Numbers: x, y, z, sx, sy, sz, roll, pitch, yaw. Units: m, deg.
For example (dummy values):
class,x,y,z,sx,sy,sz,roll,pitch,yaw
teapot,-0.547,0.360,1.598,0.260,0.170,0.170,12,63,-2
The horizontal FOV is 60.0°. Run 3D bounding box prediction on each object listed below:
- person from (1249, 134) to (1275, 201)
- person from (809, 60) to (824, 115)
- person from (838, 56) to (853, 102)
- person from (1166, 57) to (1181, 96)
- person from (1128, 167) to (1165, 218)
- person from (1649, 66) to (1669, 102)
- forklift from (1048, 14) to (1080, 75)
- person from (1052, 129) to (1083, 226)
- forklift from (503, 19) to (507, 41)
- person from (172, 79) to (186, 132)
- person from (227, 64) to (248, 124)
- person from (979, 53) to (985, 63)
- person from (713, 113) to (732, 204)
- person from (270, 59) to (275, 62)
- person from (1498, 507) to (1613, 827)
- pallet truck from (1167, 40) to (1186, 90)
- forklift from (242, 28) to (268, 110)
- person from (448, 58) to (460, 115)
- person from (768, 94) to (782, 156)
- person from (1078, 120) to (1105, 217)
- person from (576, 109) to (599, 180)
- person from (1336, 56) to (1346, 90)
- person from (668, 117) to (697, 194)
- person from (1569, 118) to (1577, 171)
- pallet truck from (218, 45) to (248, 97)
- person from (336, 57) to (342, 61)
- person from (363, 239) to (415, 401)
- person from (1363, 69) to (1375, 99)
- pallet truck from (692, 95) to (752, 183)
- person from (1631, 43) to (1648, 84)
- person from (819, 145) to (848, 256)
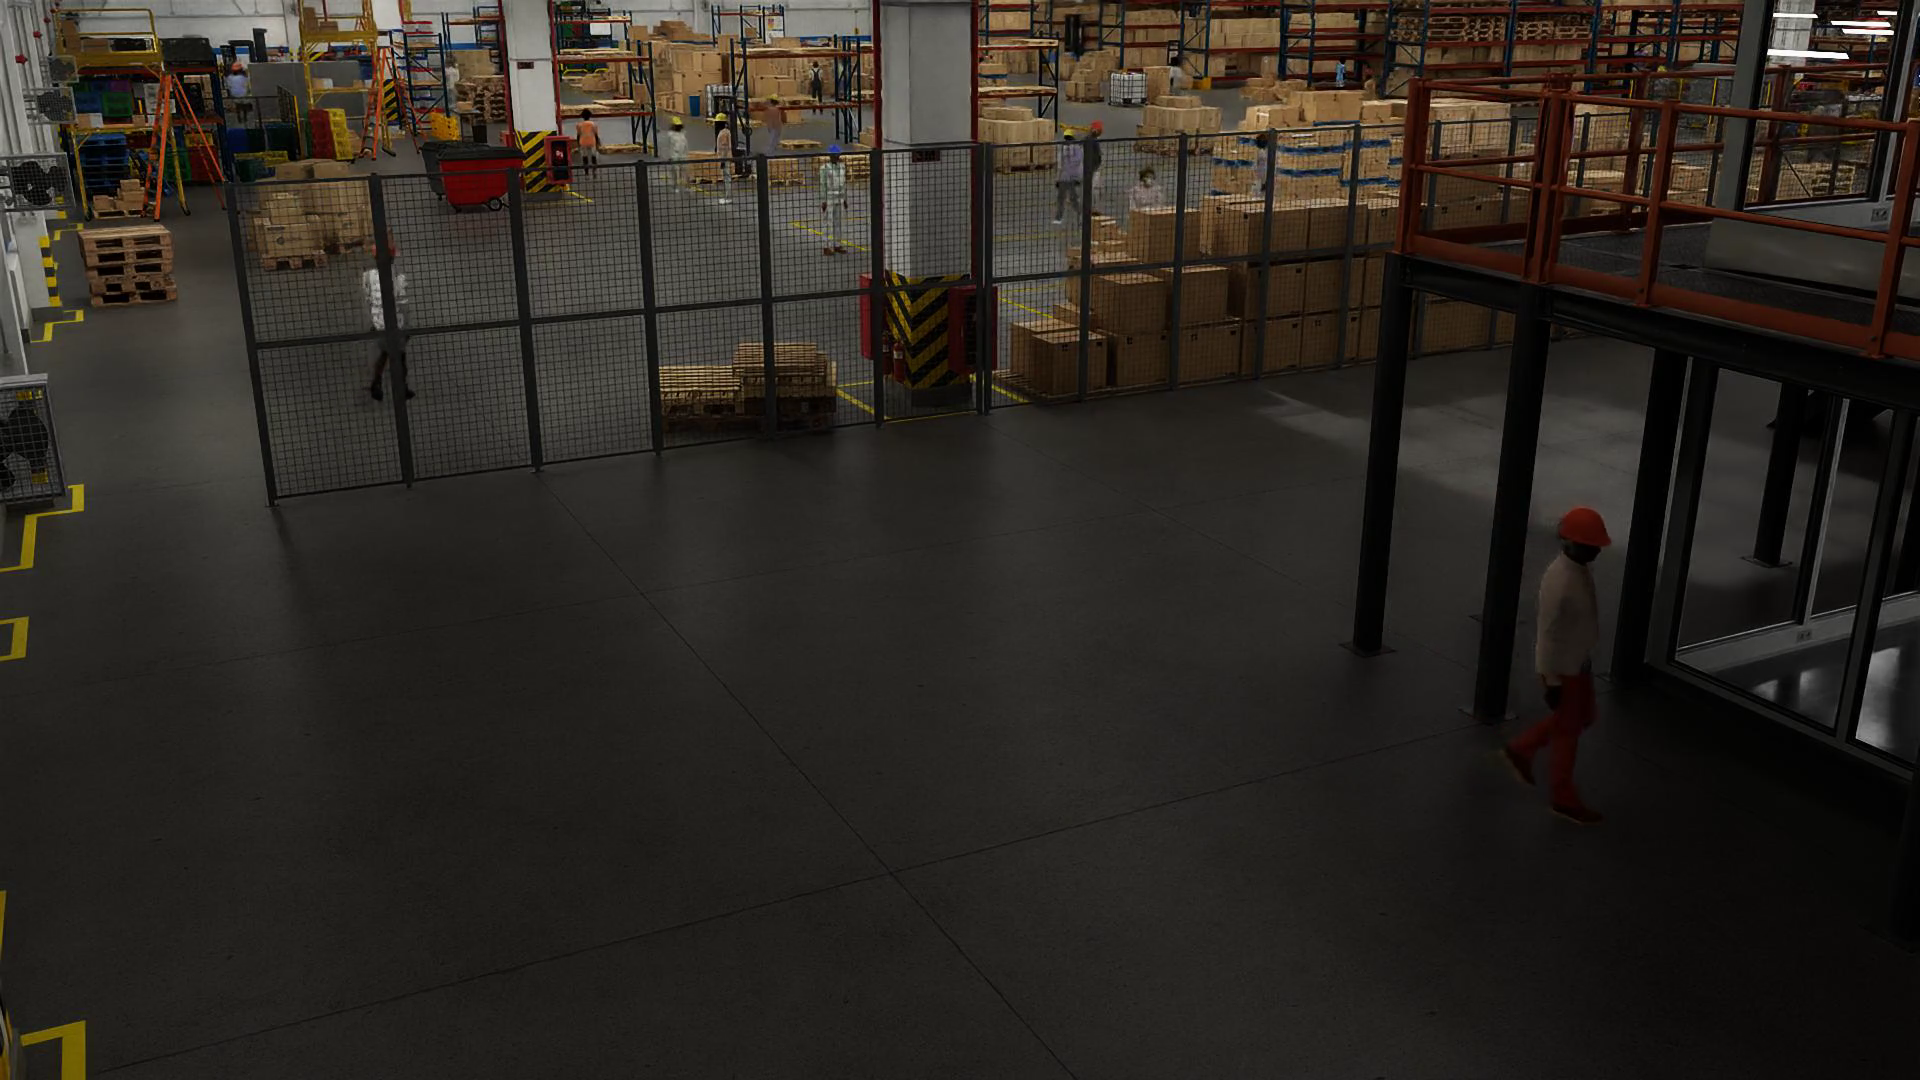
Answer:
class,x,y,z,sx,sy,sz,roll,pitch,yaw
person,5.950,-7.183,33.140,0.968,1.788,0.655,8,20,21
person,-4.994,-15.734,57.842,0.504,1.847,0.344,-3,19,-8
person,-4.209,-16.843,60.963,0.619,1.902,0.473,-7,20,-20
person,7.609,-16.057,58.660,0.966,1.931,0.610,17,25,41
person,2.959,-5.020,26.664,0.637,1.925,0.603,-7,20,-20
person,23.095,-14.794,55.168,0.678,1.805,0.596,-11,22,-28
forklift,5.198,-23.200,77.924,1.873,2.768,1.129,-9,21,-25
person,2.201,-7.202,33.060,0.645,1.886,0.773,-15,24,-37
forklift,-18.887,-20.612,70.421,1.129,2.768,1.873,14,23,35
person,-24.295,-13.462,51.582,0.516,1.631,0.313,2,19,5
person,-23.794,-14.732,54.839,0.555,1.915,0.746,-6,20,-17
person,0.774,-17.032,61.508,0.556,1.915,0.592,-8,21,-23
person,-5.146,-8.288,36.137,0.378,1.924,0.595,-1,19,-3
person,-24.029,-15.940,58.455,0.570,1.853,0.939,-6,20,-17
person,3.624,0.727,9.923,0.641,1.975,0.649,13,23,34
pallet truck,9.045,-19.971,69.895,0.823,1.965,1.885,-3,19,-8
forklift,-24.981,-16.906,59.677,1.873,2.768,1.129,-9,21,-25
person,-17.509,-15.677,57.569,0.561,1.926,0.632,2,19,5
person,-4.841,-10.856,43.832,0.497,1.747,0.560,-11,22,-28
person,2.681,-7.589,34.038,0.577,1.972,0.668,5,20,15
person,-9.007,-9.588,40.289,0.548,1.671,0.715,-3,19,-9
person,14.461,-17.470,63.100,0.317,1.695,0.540,-6,20,-17
person,-6.307,-8.672,37.591,0.496,1.698,0.894,-12,22,-31
person,13.934,-9.111,38.371,0.417,2.034,0.603,-3,19,-8
pallet truck,-28.879,-18.665,66.111,0.823,1.965,1.885,-3,19,-9
person,-21.661,-16.018,58.558,0.627,1.920,0.809,10,21,26
person,-6.701,-2.537,19.468,0.552,1.923,0.587,3,19,9
person,12.811,-13.739,51.974,0.549,1.910,0.858,-16,25,-39
pallet truck,-5.836,-9.608,39.856,0.823,1.965,1.885,10,22,27
person,27.913,-19.426,68.404,0.631,1.940,0.372,4,19,10
person,-2.244,-6.065,29.665,0.402,1.944,0.605,17,25,40
